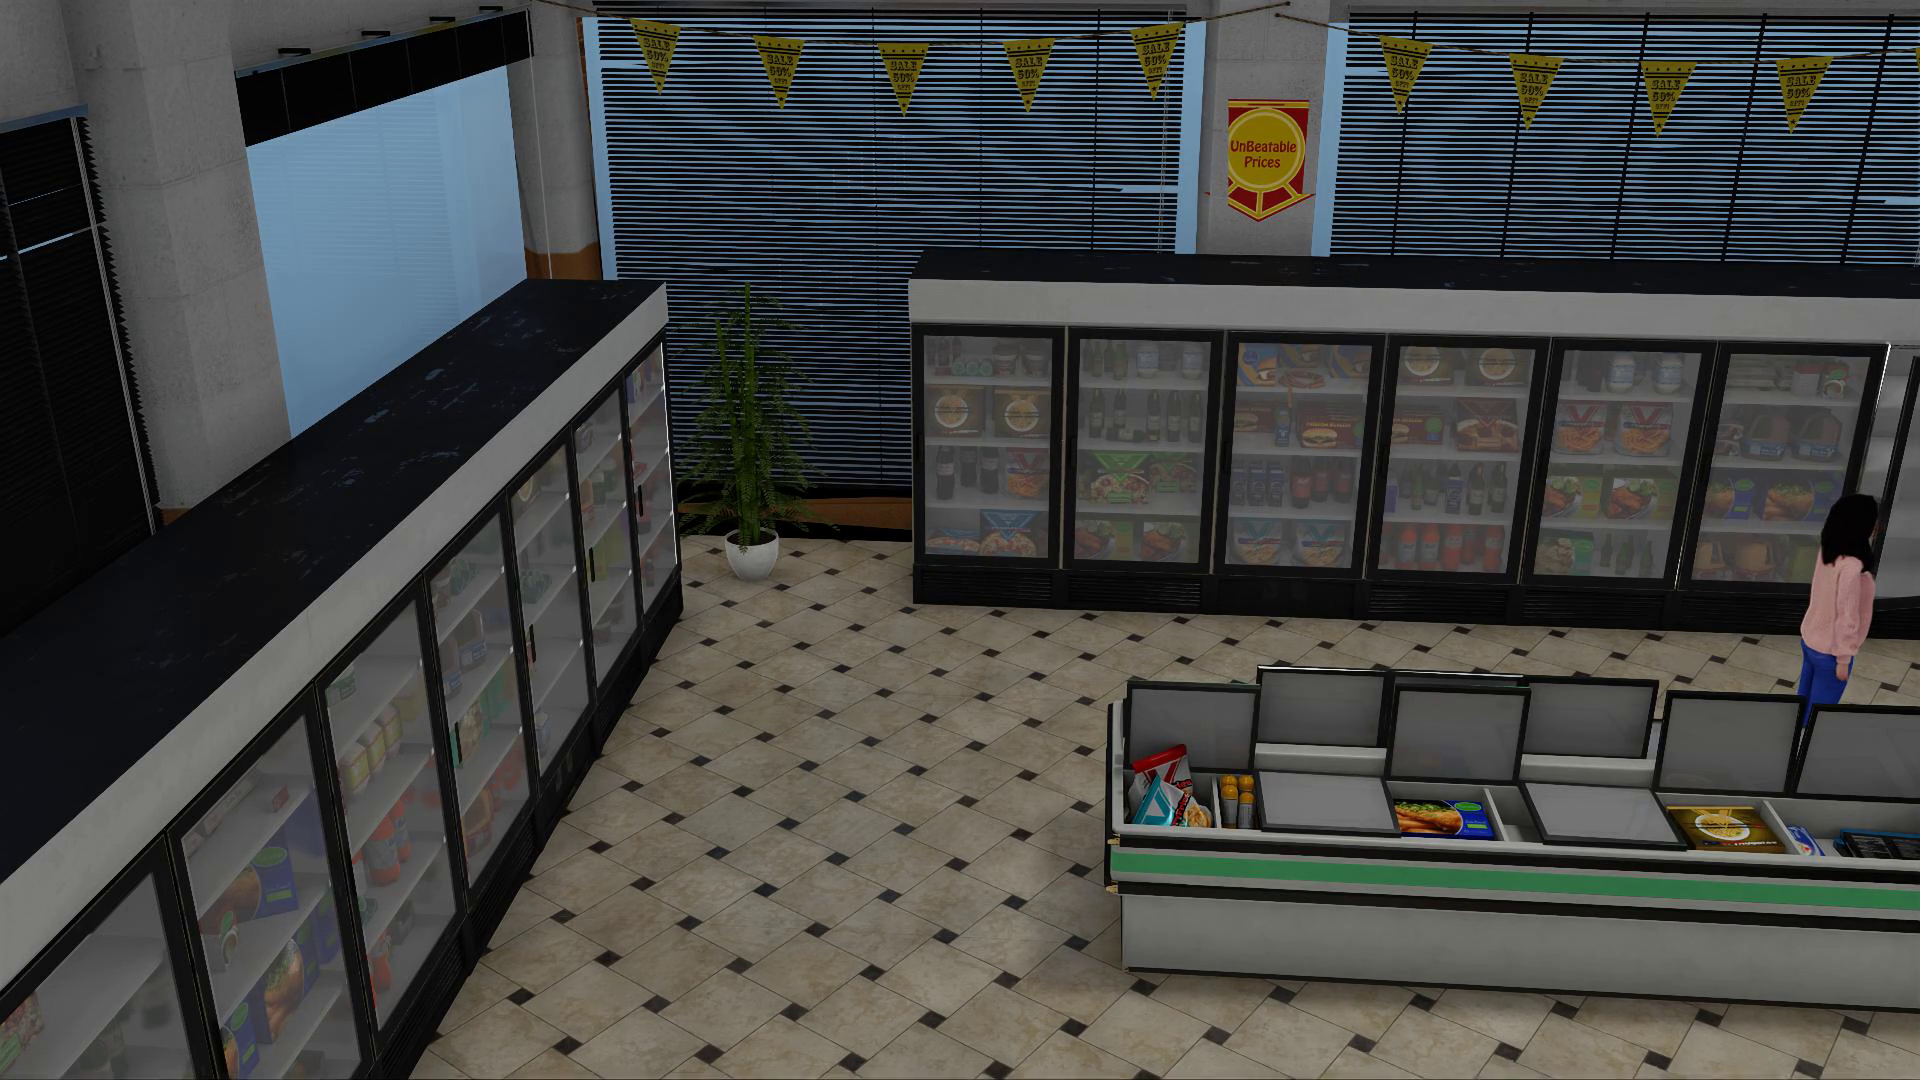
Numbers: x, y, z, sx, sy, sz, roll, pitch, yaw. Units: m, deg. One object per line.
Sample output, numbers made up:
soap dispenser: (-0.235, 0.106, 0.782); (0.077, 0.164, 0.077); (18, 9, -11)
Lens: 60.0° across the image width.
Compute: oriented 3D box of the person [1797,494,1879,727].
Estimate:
person: (4.615, 0.583, 8.858); (0.579, 1.771, 0.663); (5, 22, 11)
